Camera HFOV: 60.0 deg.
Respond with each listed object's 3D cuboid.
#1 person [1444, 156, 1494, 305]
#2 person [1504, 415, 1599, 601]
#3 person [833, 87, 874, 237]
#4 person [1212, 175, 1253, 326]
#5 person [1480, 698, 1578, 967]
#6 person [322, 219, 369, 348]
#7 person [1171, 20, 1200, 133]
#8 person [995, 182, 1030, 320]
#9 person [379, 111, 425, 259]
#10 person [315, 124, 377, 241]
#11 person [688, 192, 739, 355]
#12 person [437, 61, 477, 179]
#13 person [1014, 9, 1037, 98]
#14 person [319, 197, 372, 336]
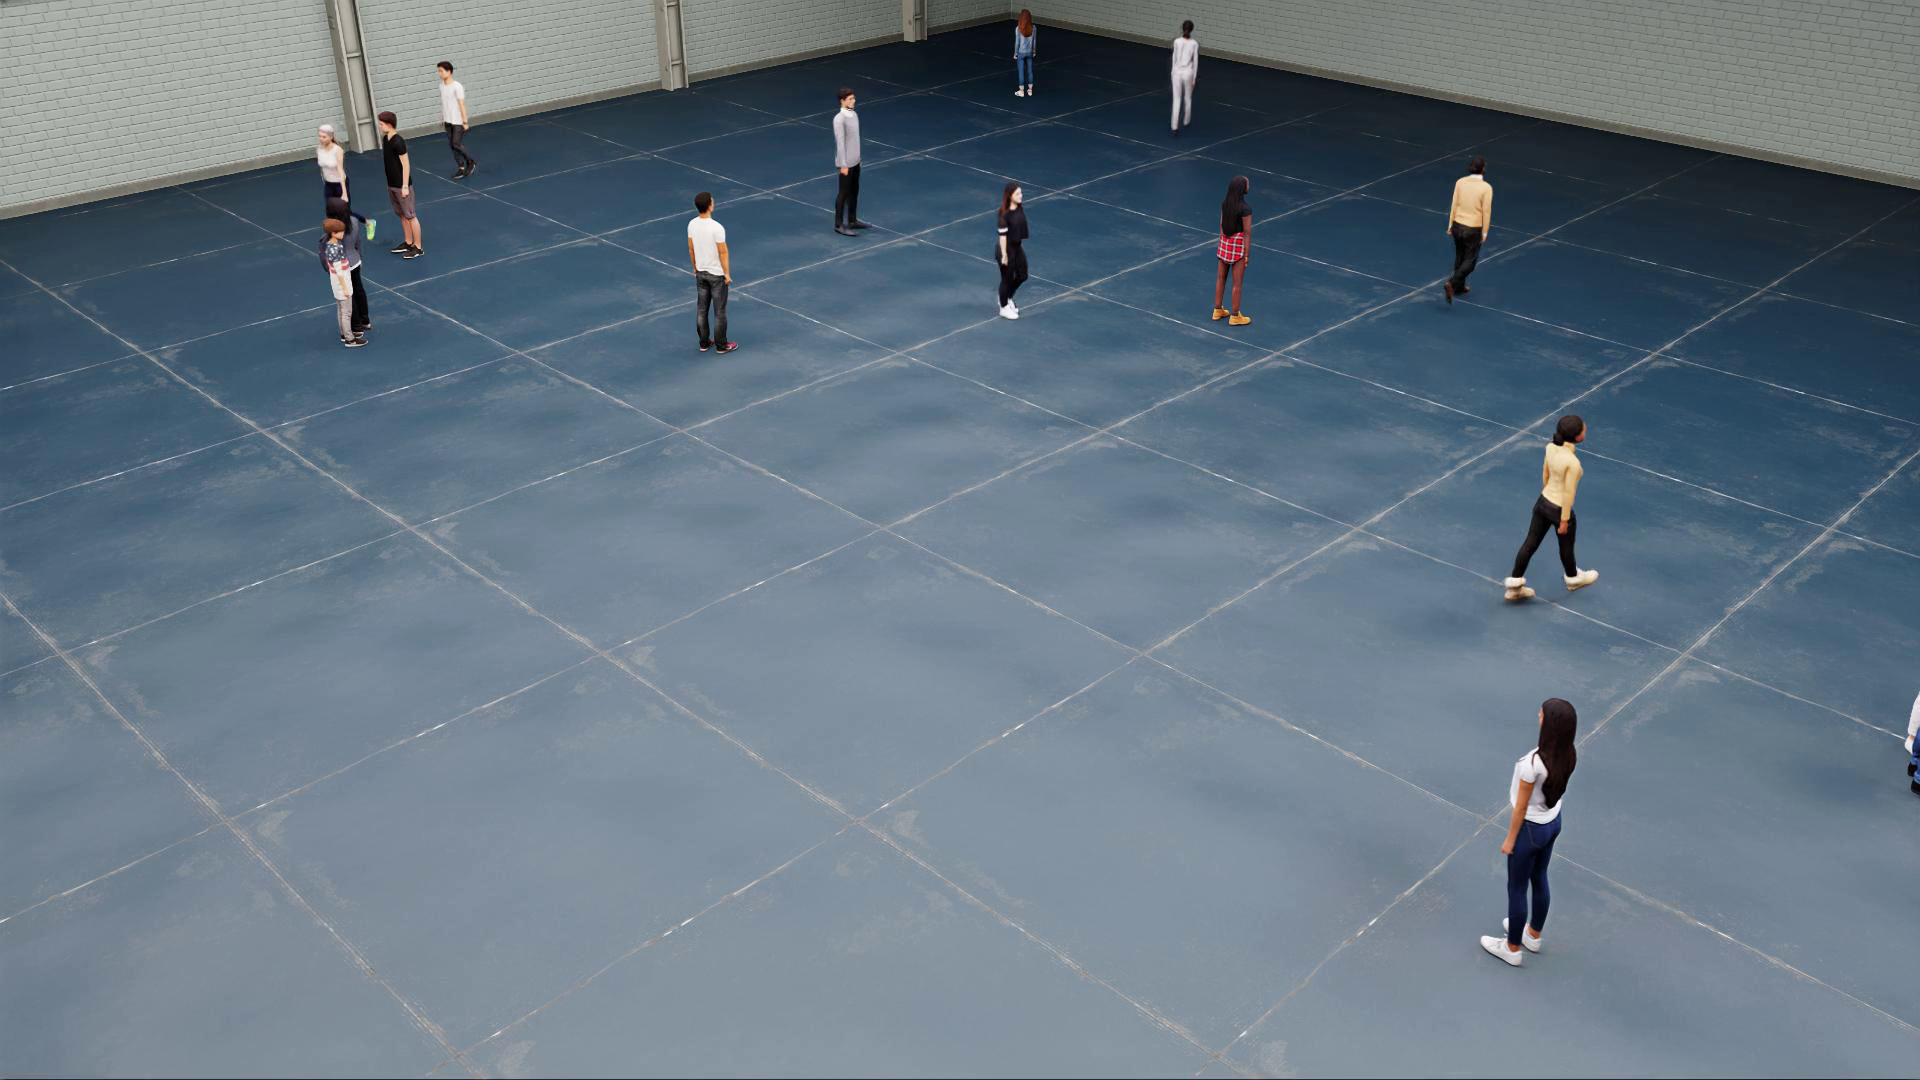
[{"bbox_3d":[5.981,-3.652,19.718,1.013,1.732,0.677,-24,36,-37],"label":"person"},{"bbox_3d":[4.718,-0.224,13.398,1.171,1.621,0.926,-10,30,-18],"label":"person"},{"bbox_3d":[-1.510,-5.061,22.158,0.915,1.925,0.789,9,29,17],"label":"person"},{"bbox_3d":[3.154,-3.346,19.148,0.636,1.727,0.644,-20,34,-32],"label":"person"},{"bbox_3d":[3.346,1.691,9.638,0.451,1.774,0.646,-22,35,-36],"label":"person"},{"bbox_3d":[-6.926,-2.891,18.594,0.541,1.445,0.561,-15,31,-25],"label":"person"},{"bbox_3d":[3.577,-7.449,26.846,0.952,1.733,1.171,7,29,13],"label":"person"},{"bbox_3d":[0.522,-3.362,19.284,0.716,1.627,0.580,18,33,30],"label":"person"},{"bbox_3d":[-7.165,-4.568,21.298,0.576,1.861,0.696,-22,35,-35],"label":"person"},{"bbox_3d":[-7.945,-4.530,21.419,0.821,1.682,1.031,15,32,26],"label":"person"},{"bbox_3d":[-2.755,-2.945,18.313,0.692,1.804,0.638,14,31,24],"label":"person"},{"bbox_3d":[-7.391,-6.202,24.529,0.684,1.710,0.683,19,33,31],"label":"person"},{"bbox_3d":[1.140,-8.553,29.192,0.551,1.476,0.688,-11,30,-20],"label":"person"},{"bbox_3d":[-6.954,-3.103,18.830,0.854,1.597,0.771,5,28,10],"label":"person"}]
